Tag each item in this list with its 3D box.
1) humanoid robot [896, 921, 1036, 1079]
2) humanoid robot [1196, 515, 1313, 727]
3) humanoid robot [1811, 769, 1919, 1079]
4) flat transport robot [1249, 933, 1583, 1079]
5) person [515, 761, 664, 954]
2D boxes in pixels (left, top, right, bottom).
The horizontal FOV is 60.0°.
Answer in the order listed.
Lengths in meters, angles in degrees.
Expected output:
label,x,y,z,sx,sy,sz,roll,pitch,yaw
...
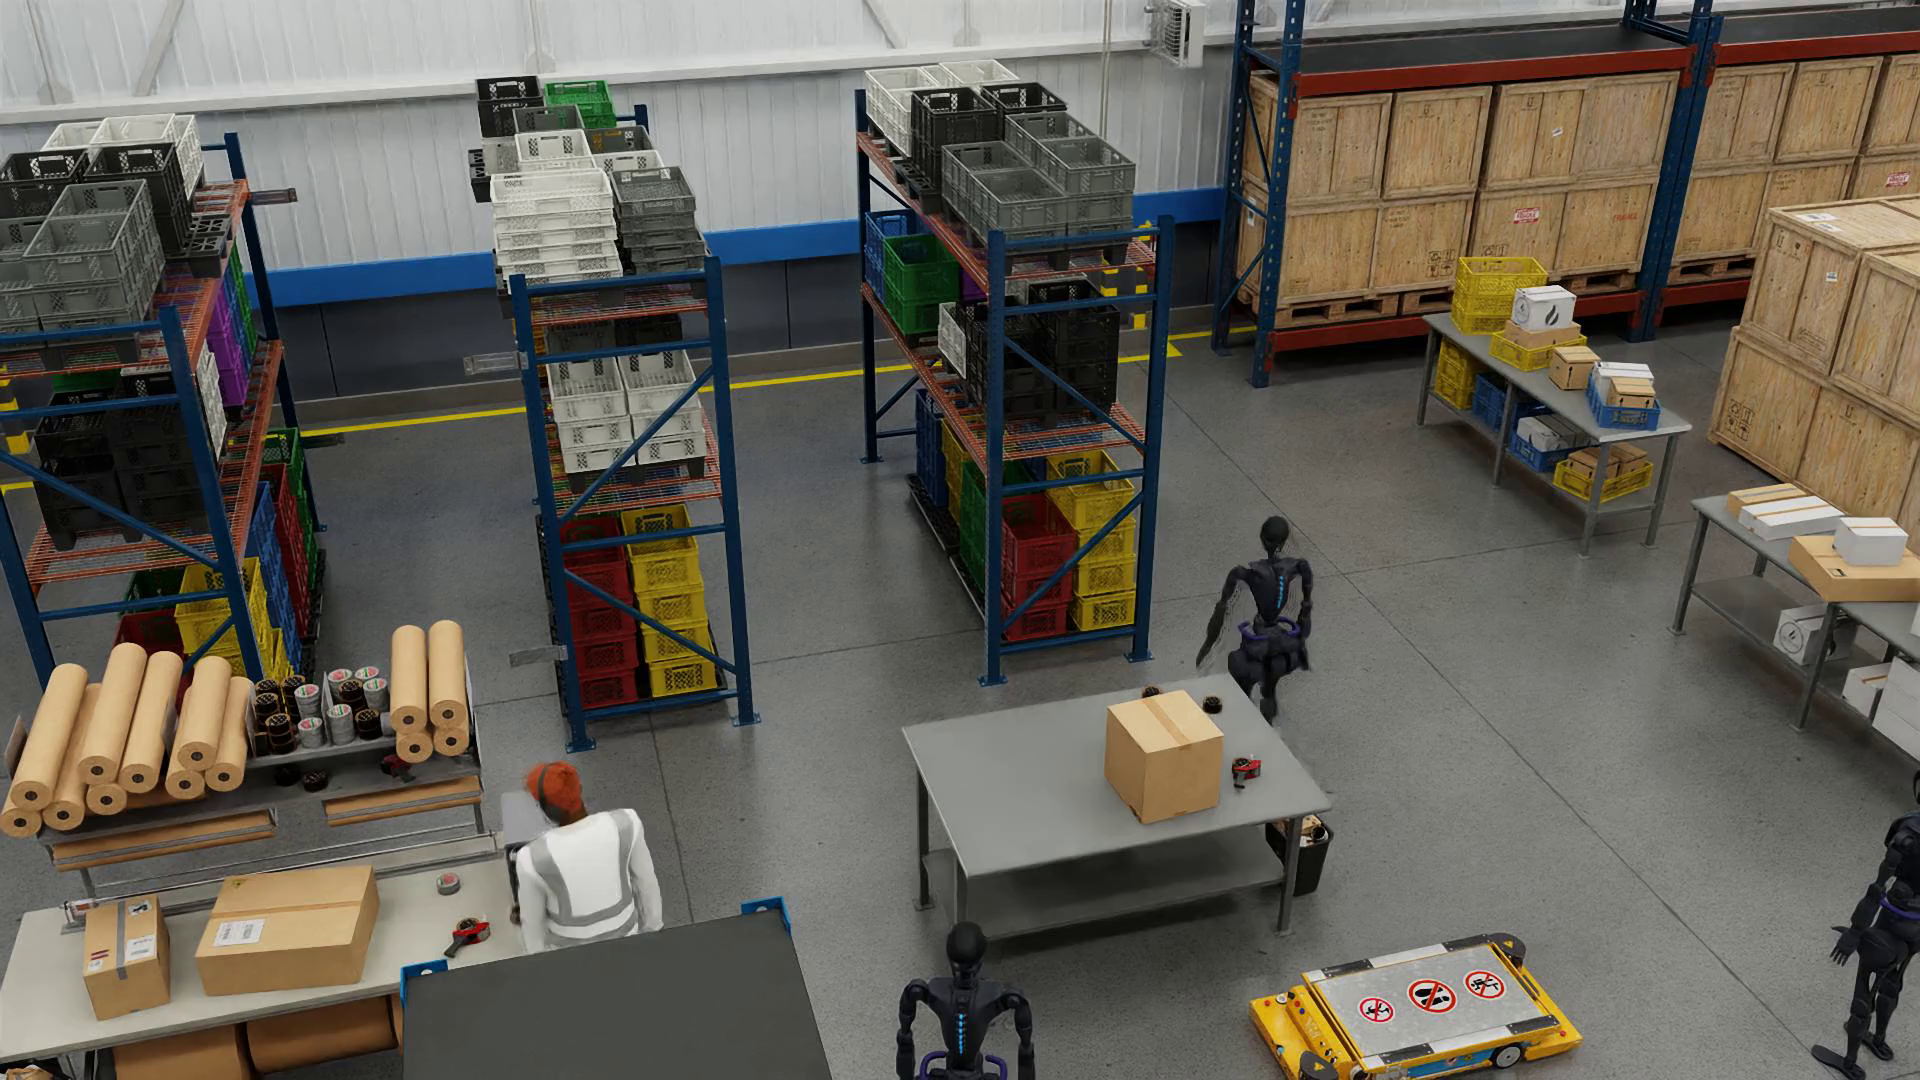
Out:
label,x,y,z,sx,sy,sz,roll,pitch,yaw
humanoid robot,0.020,2.216,6.663,0.573,1.652,0.328,3,29,5
humanoid robot,1.695,0.599,9.608,0.640,1.648,0.430,-9,30,-16
humanoid robot,4.245,1.724,7.561,0.564,1.652,0.325,-16,33,-27
flat transport robot,2.184,2.282,7.980,1.431,0.197,0.652,-8,30,-14
person,-1.610,1.748,7.343,0.613,1.855,0.421,-17,33,-27
